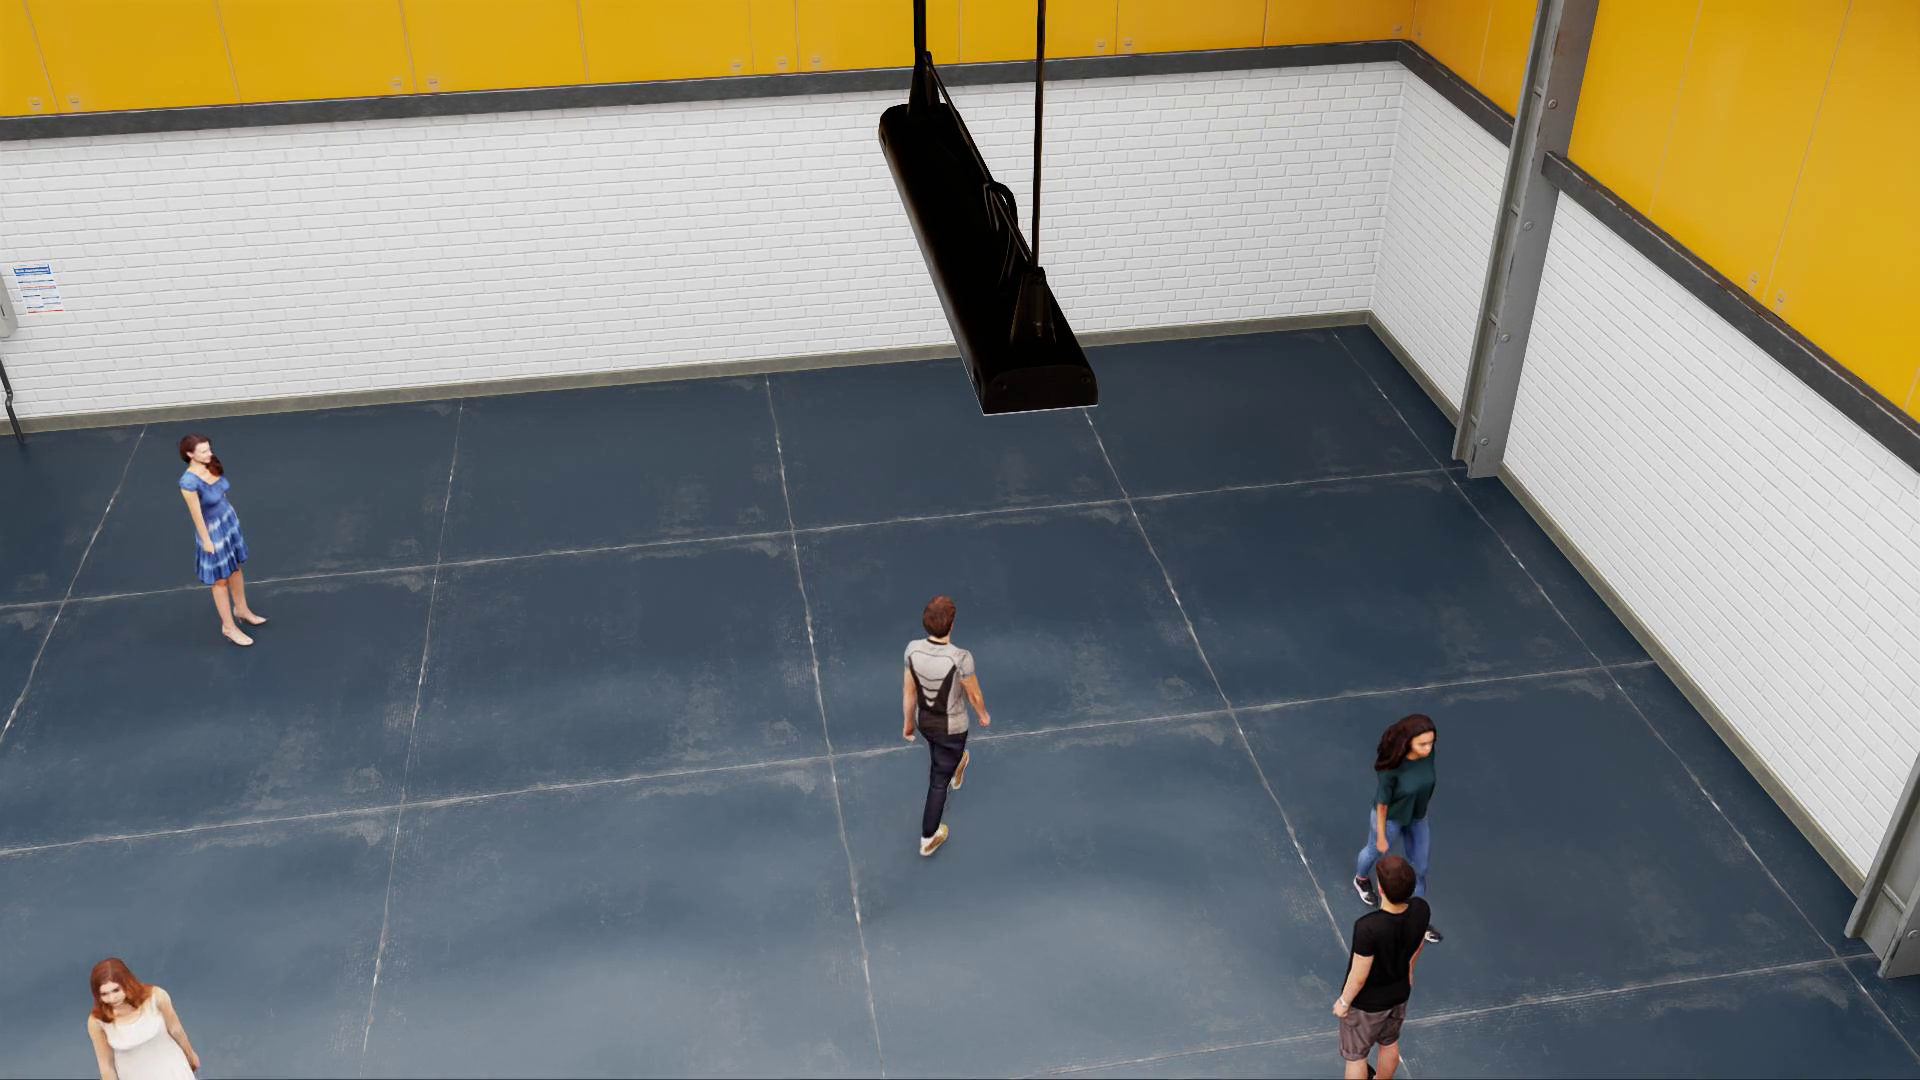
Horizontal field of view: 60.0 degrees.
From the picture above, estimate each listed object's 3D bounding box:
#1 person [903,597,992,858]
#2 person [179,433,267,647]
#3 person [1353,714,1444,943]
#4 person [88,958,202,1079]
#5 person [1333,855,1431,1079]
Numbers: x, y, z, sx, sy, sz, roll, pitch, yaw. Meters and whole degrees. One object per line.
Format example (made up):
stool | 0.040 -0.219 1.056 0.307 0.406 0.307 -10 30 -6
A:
person | -0.152 1.250 10.779 1.094 1.849 1.233 16 37 23
person | -5.662 -0.024 12.734 0.773 1.807 0.584 1 34 2
person | 2.678 1.680 10.367 0.741 1.589 1.022 -14 36 -20
person | -4.238 2.739 8.720 0.758 1.649 1.225 -13 36 -19
person | 2.256 2.435 8.985 0.753 1.861 0.695 -17 37 -24
